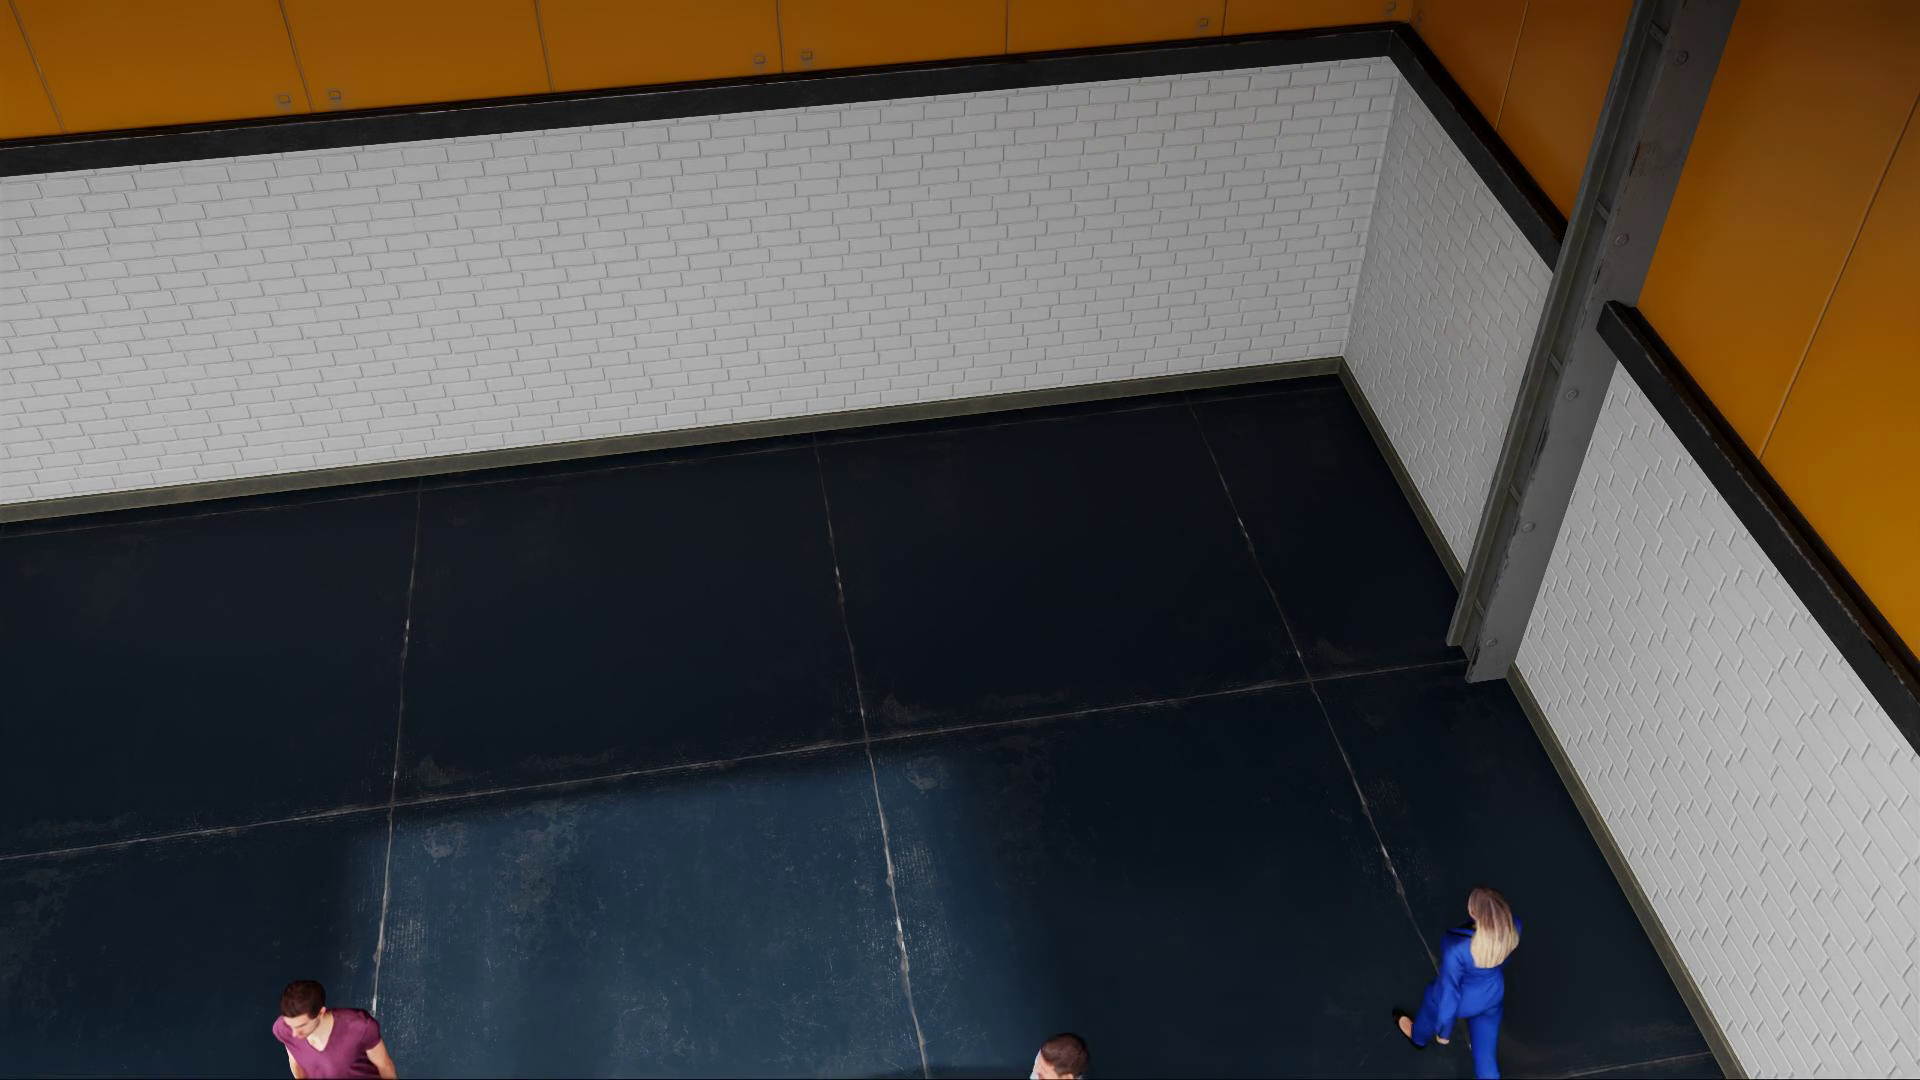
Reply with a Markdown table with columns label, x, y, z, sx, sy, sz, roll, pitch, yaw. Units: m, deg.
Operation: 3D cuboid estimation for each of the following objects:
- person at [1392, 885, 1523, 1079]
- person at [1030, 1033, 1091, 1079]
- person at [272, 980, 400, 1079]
| label | x | y | z | sx | sy | sz | roll | pitch | yaw |
| --- | --- | --- | --- | --- | --- | --- | --- | --- | --- |
| person | 2.613 | 2.411 | 8.419 | 0.816 | 1.654 | 1.210 | -14 | 45 | -14 |
| person | 0.566 | 2.823 | 7.865 | 0.885 | 1.823 | 1.218 | -17 | 46 | -17 |
| person | -2.928 | 2.641 | 8.038 | 0.689 | 1.848 | 0.593 | 1 | 44 | 1 |
